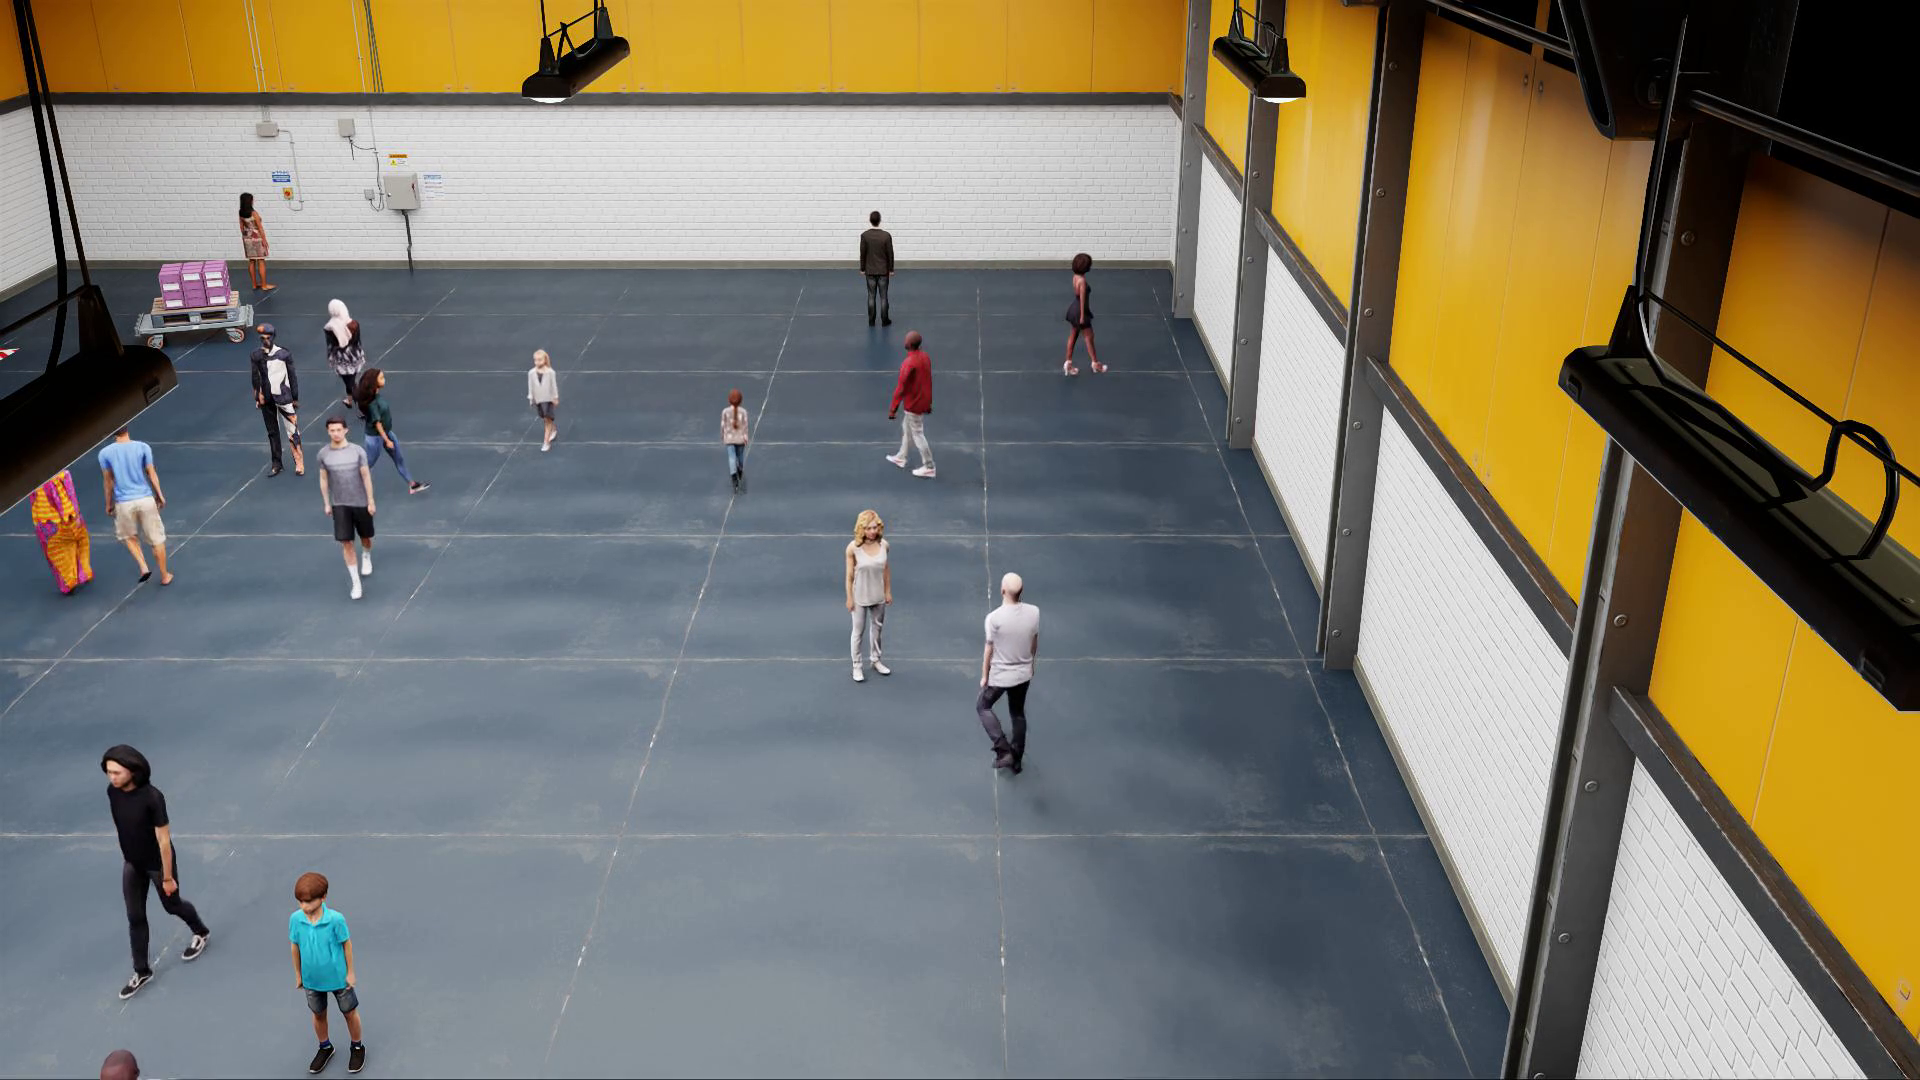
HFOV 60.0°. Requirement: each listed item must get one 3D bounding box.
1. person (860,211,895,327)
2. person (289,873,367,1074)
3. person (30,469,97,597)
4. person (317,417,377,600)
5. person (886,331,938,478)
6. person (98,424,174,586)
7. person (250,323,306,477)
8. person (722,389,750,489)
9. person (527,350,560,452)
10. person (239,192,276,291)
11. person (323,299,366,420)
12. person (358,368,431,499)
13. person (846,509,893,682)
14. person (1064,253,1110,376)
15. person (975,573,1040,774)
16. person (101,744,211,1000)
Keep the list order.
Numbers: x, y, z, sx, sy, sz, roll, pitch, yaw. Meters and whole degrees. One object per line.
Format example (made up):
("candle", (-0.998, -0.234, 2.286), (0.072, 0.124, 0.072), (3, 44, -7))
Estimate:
("person", (-1.302, -4.260, 26.100), (0.706, 1.804, 0.545), (2, 24, 4))
("person", (-4.020, 2.729, 10.555), (0.513, 1.449, 0.461), (0, 24, 0))
("person", (-9.296, -0.226, 17.059), (0.700, 1.654, 0.798), (-4, 24, -8))
("person", (-6.299, -0.412, 17.246), (0.871, 1.844, 1.227), (-6, 24, -13))
("person", (-0.459, -1.615, 20.064), (1.017, 1.792, 1.063), (11, 26, 24))
("person", (-8.510, -0.366, 17.143), (0.864, 1.843, 0.884), (-10, 26, -22))
("person", (-8.276, -1.712, 20.159), (0.689, 1.892, 0.599), (-2, 24, -4))
("person", (-2.695, -1.197, 19.879), (0.570, 1.174, 0.881), (-5, 24, -10))
("person", (-5.277, -1.808, 21.190), (0.582, 1.243, 0.912), (3, 24, 6))
("person", (-11.953, -5.059, 28.126), (0.722, 1.645, 0.676), (9, 25, 20))
("person", (-8.078, -2.347, 21.999), (1.094, 1.582, 1.166), (-21, 31, -39))
("person", (-6.856, -1.183, 19.354), (0.754, 1.569, 1.071), (-3, 24, -7))
("person", (-0.849, 0.483, 15.415), (0.685, 1.672, 0.683), (-12, 26, -26))
("person", (1.631, -3.184, 23.681), (0.812, 1.770, 0.881), (-7, 25, -15))
("person", (0.440, 1.148, 13.704), (0.819, 1.822, 0.840), (-12, 26, -26))
("person", (-5.498, 2.159, 11.414), (0.857, 1.804, 1.077), (8, 25, 17))
